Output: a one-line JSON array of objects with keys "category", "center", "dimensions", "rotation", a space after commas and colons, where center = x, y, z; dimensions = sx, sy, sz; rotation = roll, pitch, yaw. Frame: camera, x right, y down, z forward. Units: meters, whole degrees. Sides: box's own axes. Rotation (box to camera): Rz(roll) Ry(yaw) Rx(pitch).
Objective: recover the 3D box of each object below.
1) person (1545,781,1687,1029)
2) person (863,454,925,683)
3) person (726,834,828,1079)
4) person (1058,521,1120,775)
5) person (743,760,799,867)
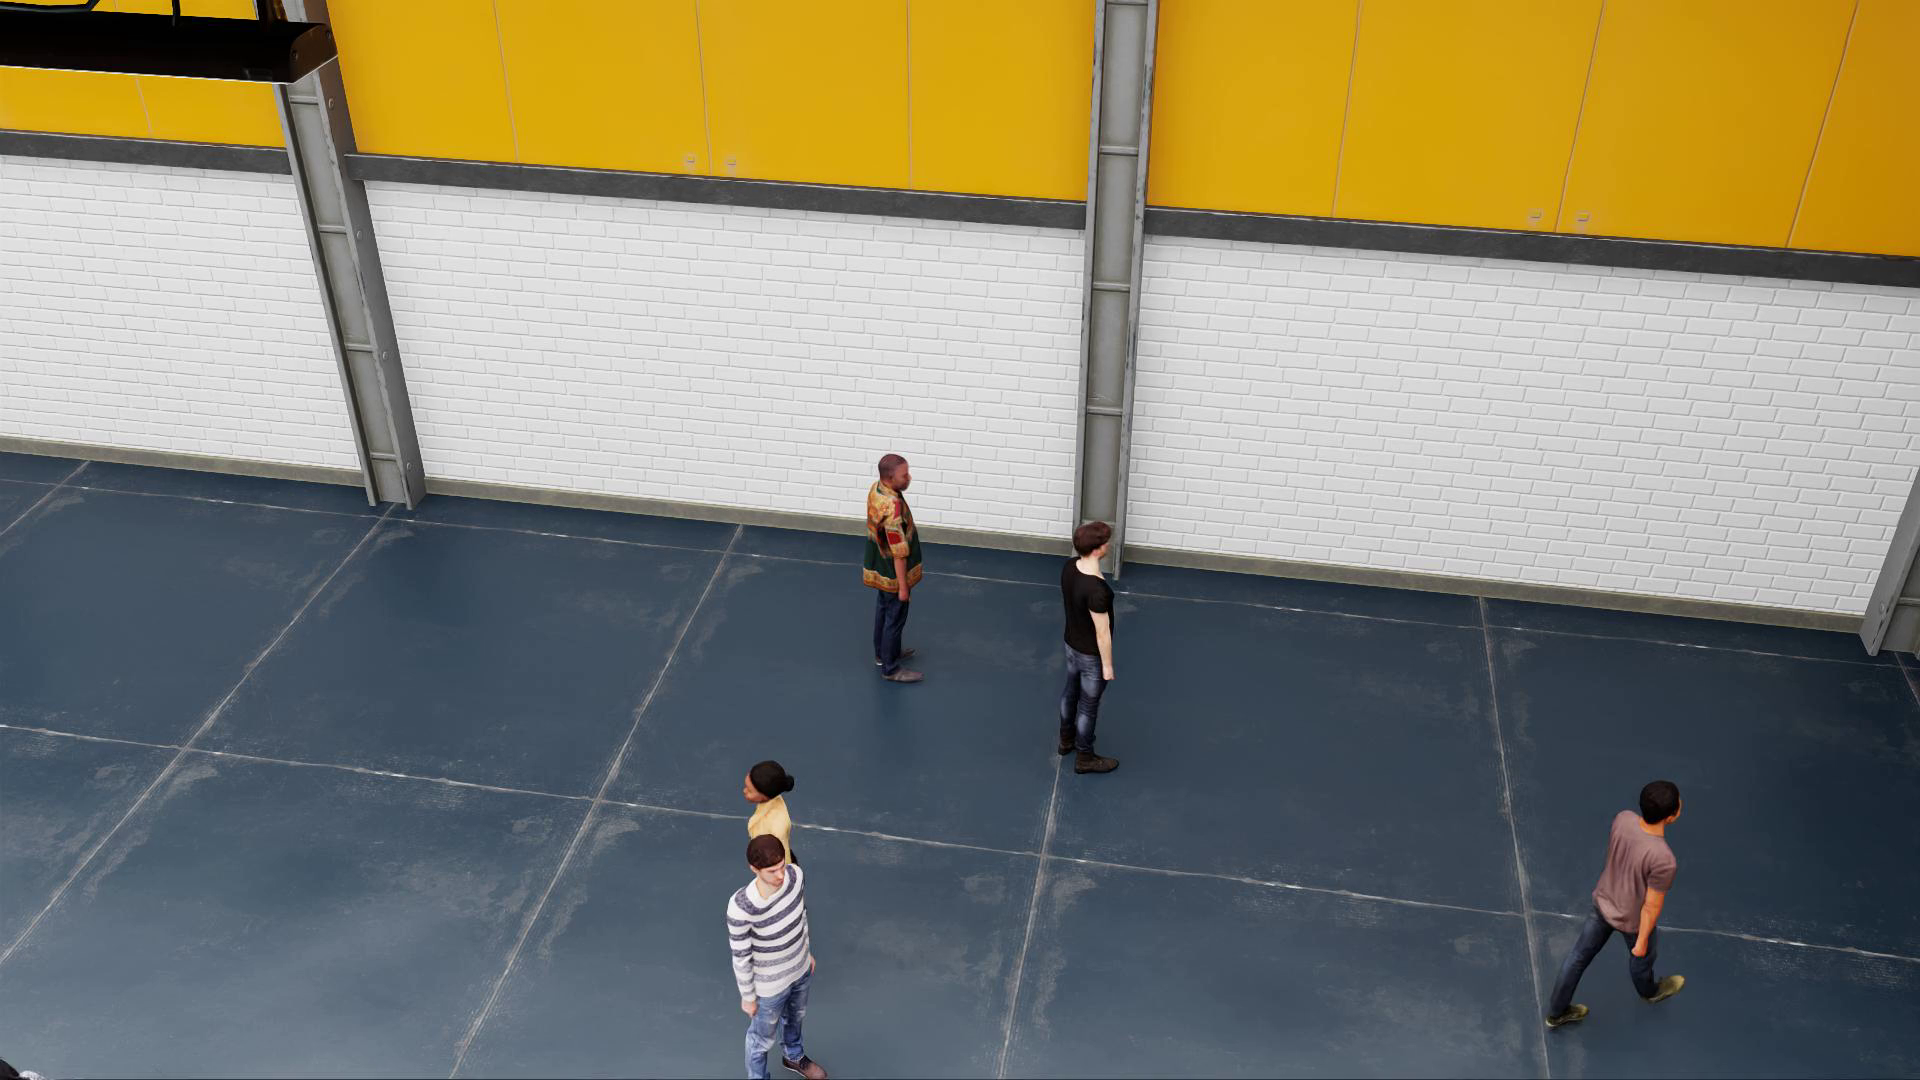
[{"category": "person", "center": [3.535, 2.036, 9.064], "dimensions": [1.179, 1.742, 0.995], "rotation": [-12, 35, -17]}, {"category": "person", "center": [-0.483, 0.186, 11.789], "dimensions": [0.801, 1.805, 0.800], "rotation": [-7, 34, -11]}, {"category": "person", "center": [-0.965, 2.231, 8.669], "dimensions": [0.715, 1.854, 0.725], "rotation": [25, 41, 33]}, {"category": "person", "center": [0.830, 0.704, 10.928], "dimensions": [0.779, 1.897, 0.760], "rotation": [-14, 36, -20]}, {"category": "person", "center": [-0.954, 1.895, 9.364], "dimensions": [0.748, 1.644, 0.712], "rotation": [-9, 35, -13]}]
